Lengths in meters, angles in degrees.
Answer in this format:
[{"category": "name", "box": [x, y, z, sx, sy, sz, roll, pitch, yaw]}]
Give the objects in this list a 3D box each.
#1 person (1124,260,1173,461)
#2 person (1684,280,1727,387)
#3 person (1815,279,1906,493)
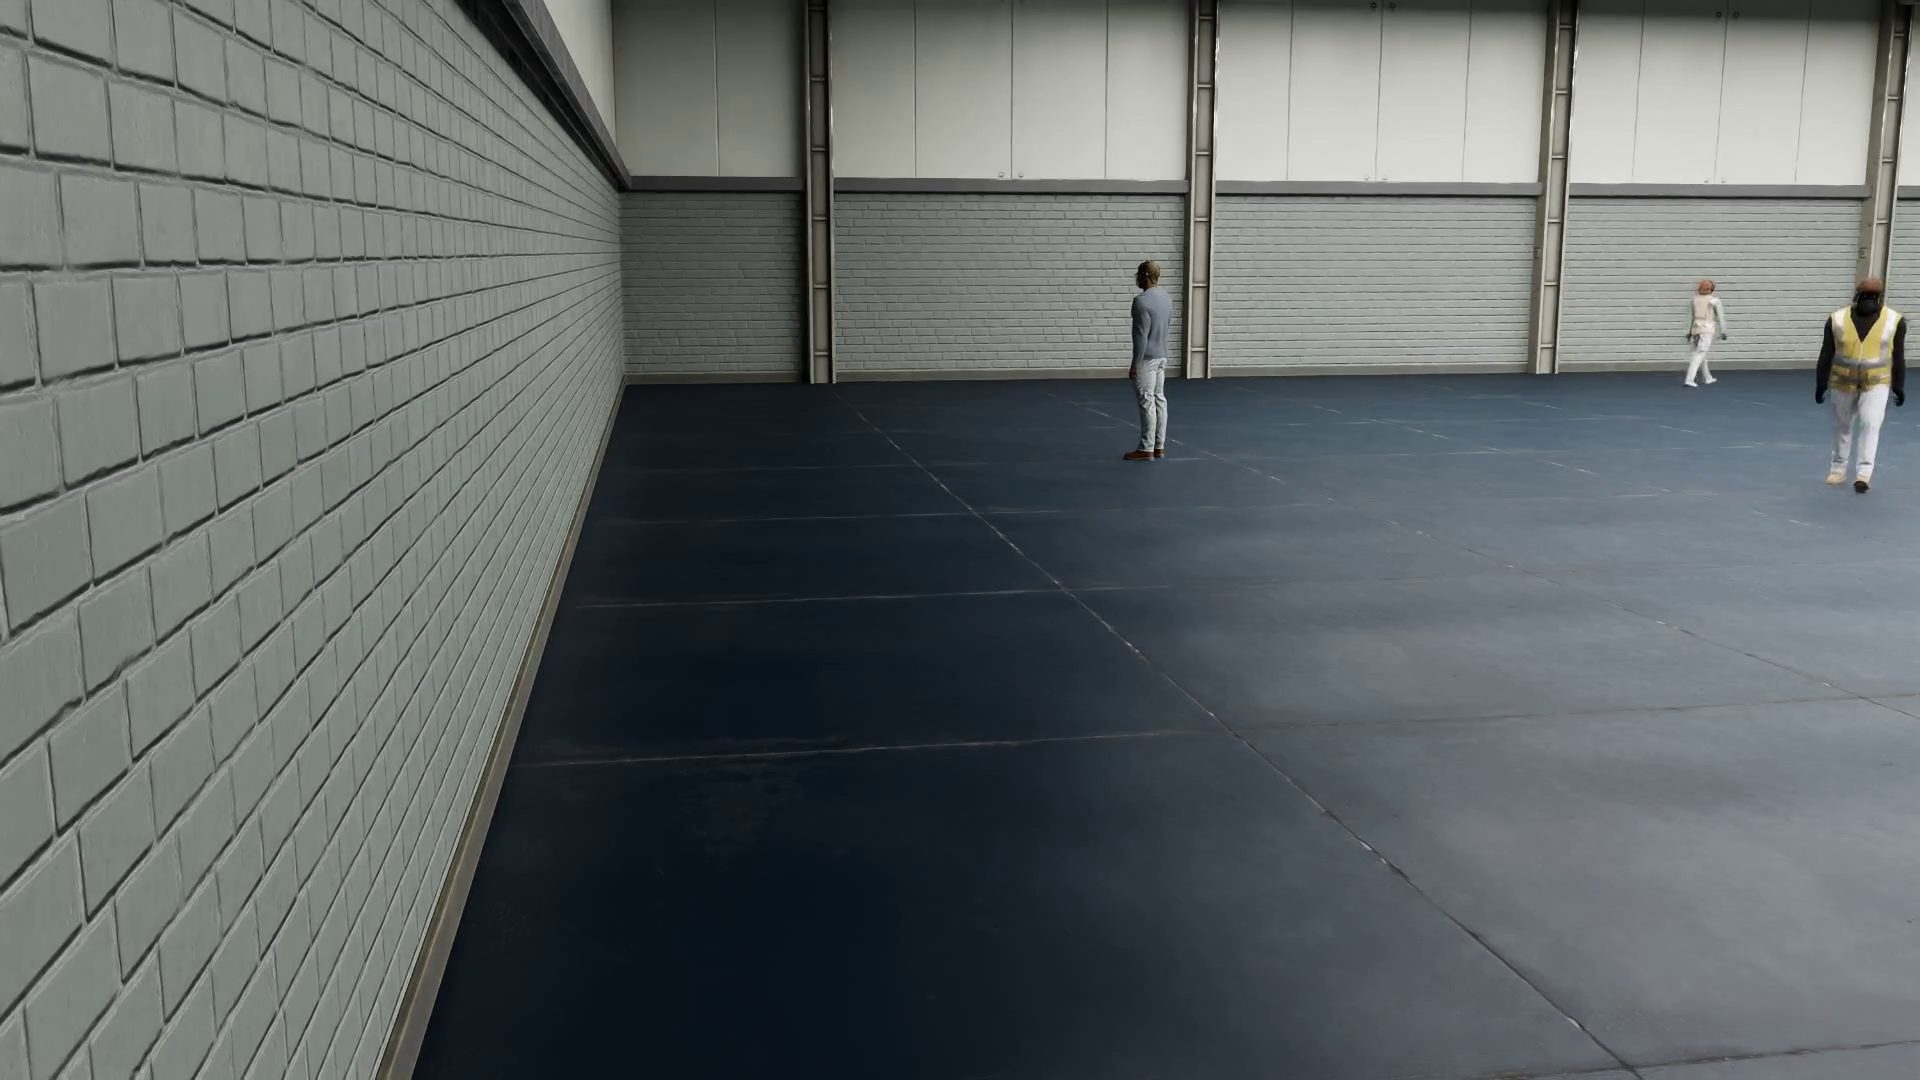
[{"category": "person", "box": [1.827, -1.738, 16.141, 0.365, 1.939, 0.636, 6, 12, 32]}, {"category": "person", "box": [11.149, -3.085, 24.907, 0.878, 1.591, 0.526, -5, 11, -26]}, {"category": "person", "box": [7.616, -1.303, 14.100, 0.668, 1.776, 1.012, 7, 12, 34]}]
